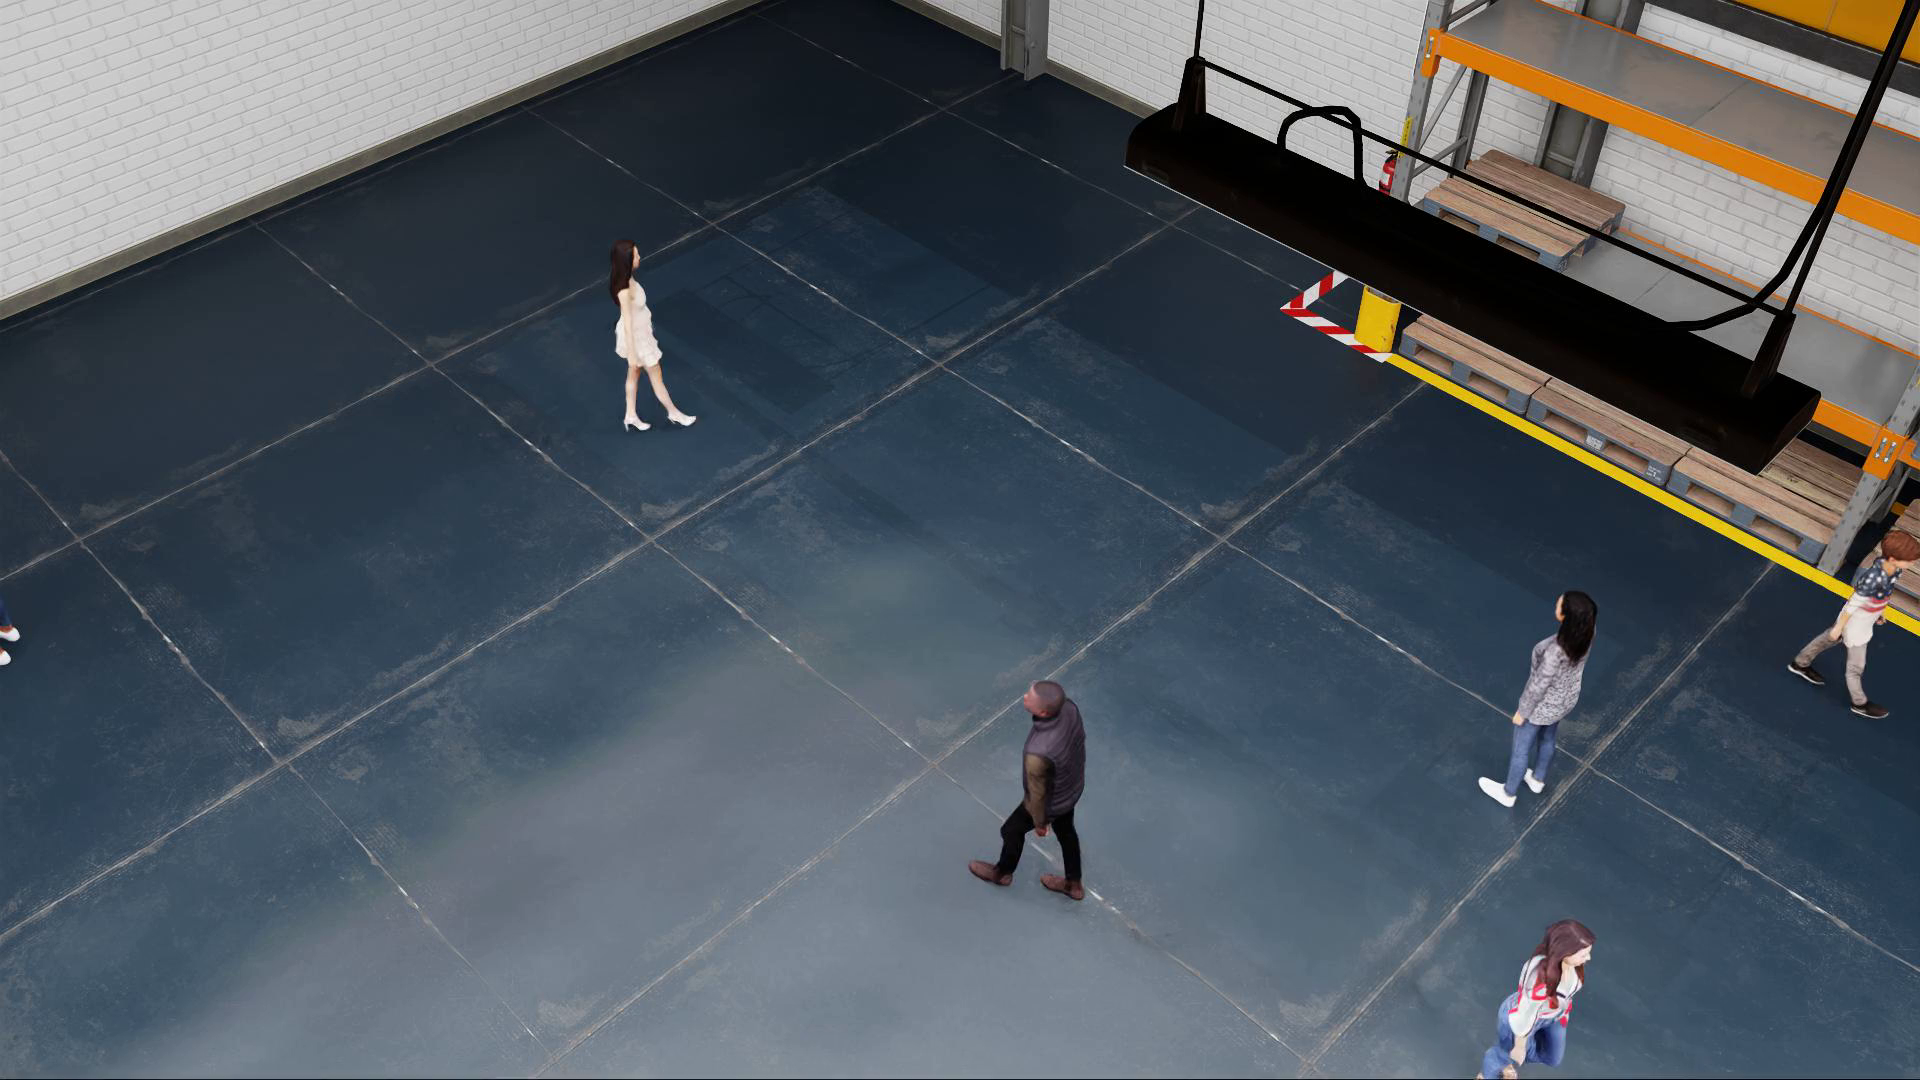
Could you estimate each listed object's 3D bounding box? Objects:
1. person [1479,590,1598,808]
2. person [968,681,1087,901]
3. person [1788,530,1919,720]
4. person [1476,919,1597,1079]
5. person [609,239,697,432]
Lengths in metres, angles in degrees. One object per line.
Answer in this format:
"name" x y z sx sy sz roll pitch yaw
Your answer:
"person" 3.564 0.965 10.058 0.642 1.732 0.582 -27 50 -25
"person" 0.594 1.471 9.471 1.033 1.811 0.872 21 47 21
"person" 5.778 0.468 10.815 0.892 1.409 0.562 33 53 30
"person" 2.905 2.409 8.638 0.665 1.602 0.654 -23 48 -23
"person" -2.555 -1.518 12.675 0.885 1.719 0.858 -8 44 -8
